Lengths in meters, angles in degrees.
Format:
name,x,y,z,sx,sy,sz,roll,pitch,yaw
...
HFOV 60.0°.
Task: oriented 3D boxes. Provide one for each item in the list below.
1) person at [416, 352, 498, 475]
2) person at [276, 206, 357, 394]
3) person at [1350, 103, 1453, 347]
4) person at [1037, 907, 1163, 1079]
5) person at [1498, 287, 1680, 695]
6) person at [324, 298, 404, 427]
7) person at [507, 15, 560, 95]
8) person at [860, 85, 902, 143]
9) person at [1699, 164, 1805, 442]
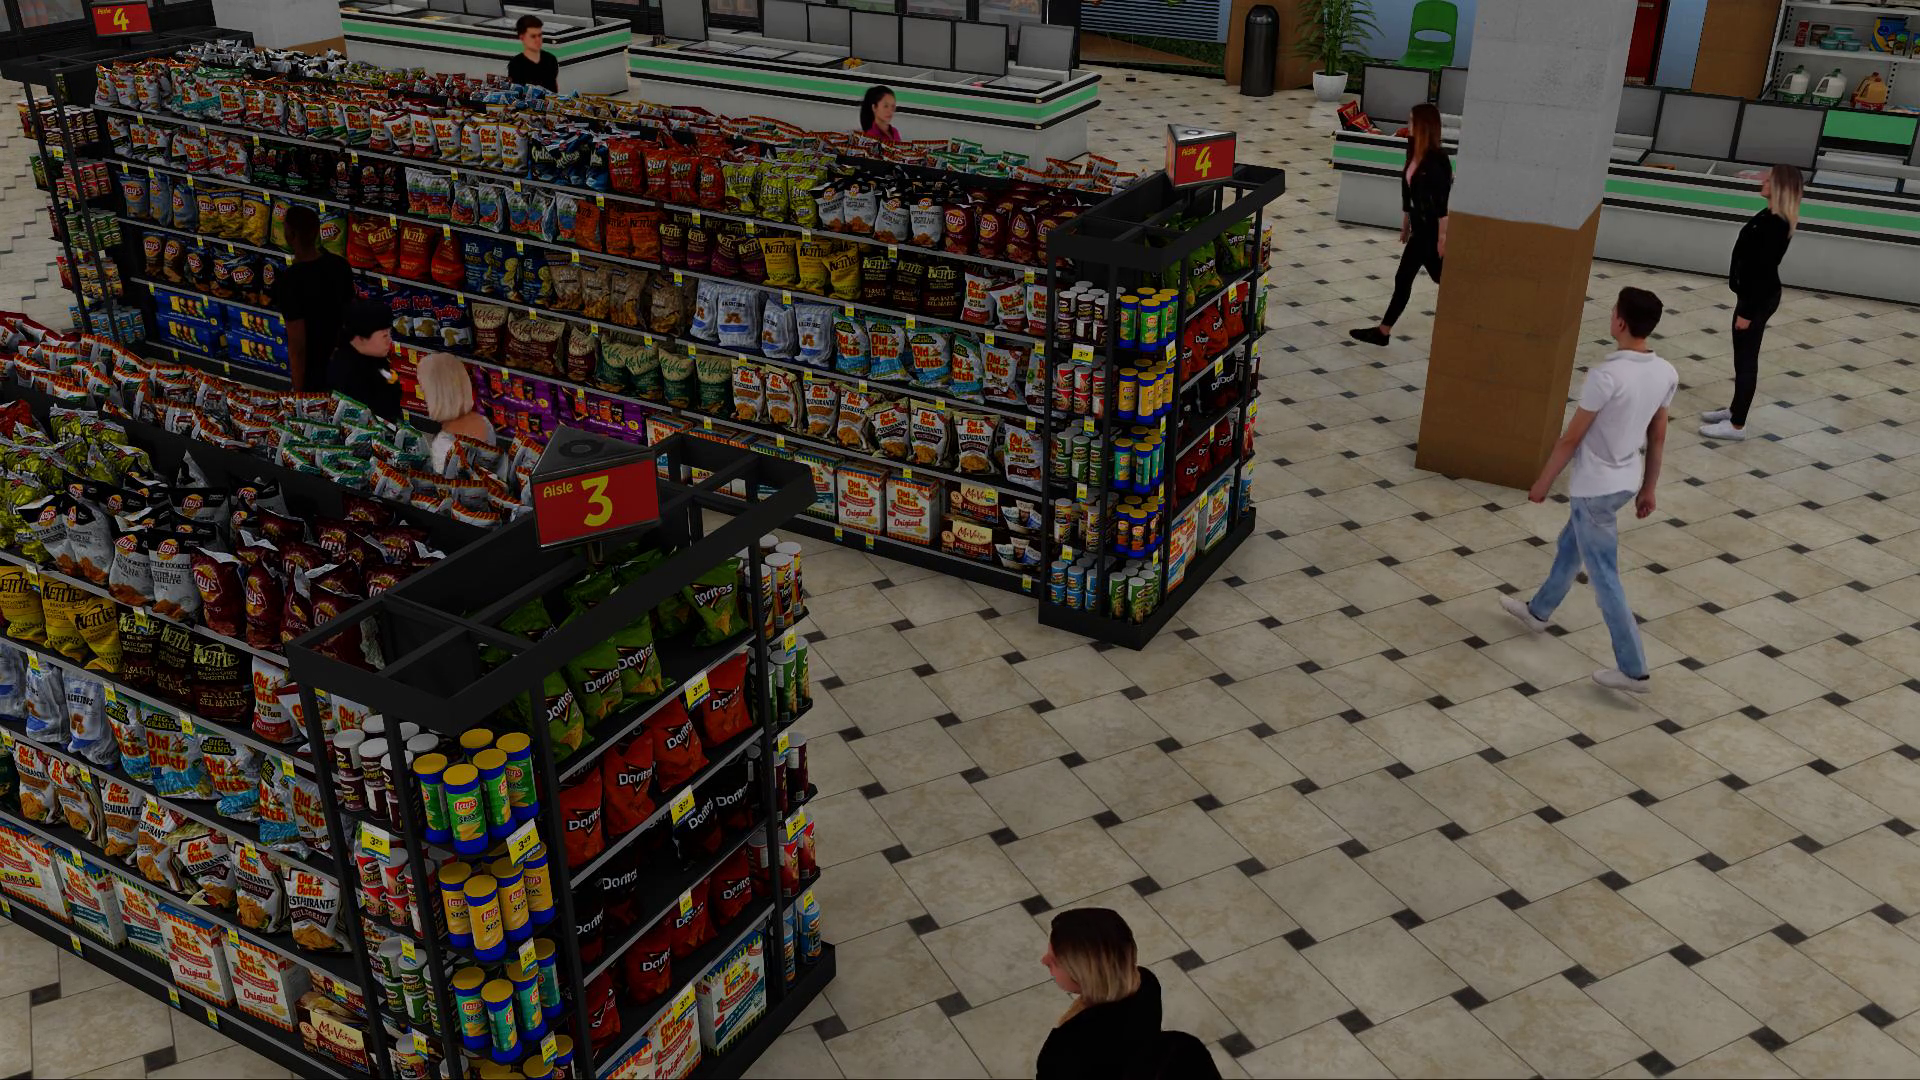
name,x,y,z,sx,sy,sz,roll,pitch,yaw
person,-1.939,0.064,7.057,1.171,1.700,0.727,9,28,17
person,-3.341,-0.884,8.810,0.526,1.806,0.640,13,30,24
person,3.302,-2.118,11.390,1.259,1.674,1.049,-3,27,-5
person,0.444,1.622,4.061,0.923,1.632,0.657,17,31,30
person,2.926,-0.166,7.396,1.015,1.804,1.297,-17,31,-29
person,-2.902,-0.317,7.904,1.227,1.615,1.086,0,27,-1
person,-3.501,-3.361,13.661,1.054,1.837,0.800,20,33,34
person,-0.570,-2.384,11.886,0.559,1.699,0.584,12,29,23
person,4.797,-1.423,10.004,0.533,1.686,0.608,13,30,24
